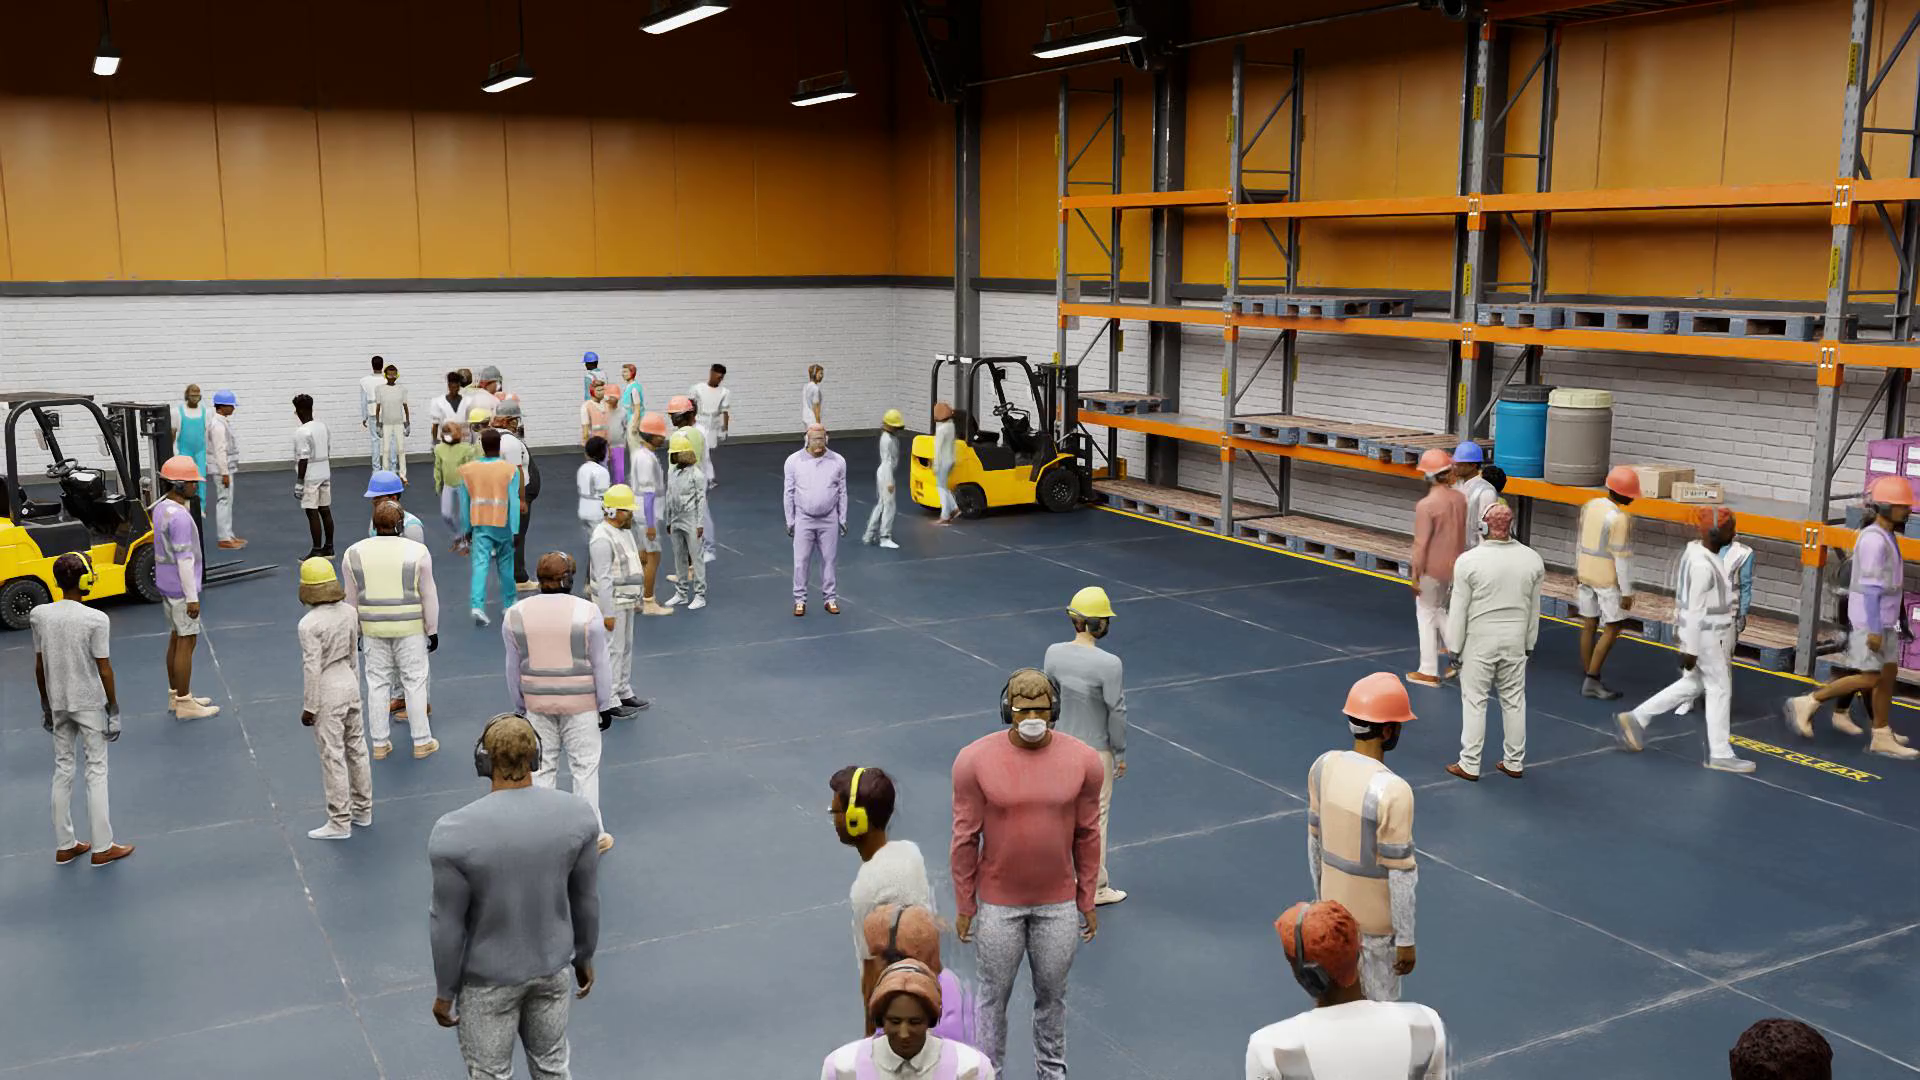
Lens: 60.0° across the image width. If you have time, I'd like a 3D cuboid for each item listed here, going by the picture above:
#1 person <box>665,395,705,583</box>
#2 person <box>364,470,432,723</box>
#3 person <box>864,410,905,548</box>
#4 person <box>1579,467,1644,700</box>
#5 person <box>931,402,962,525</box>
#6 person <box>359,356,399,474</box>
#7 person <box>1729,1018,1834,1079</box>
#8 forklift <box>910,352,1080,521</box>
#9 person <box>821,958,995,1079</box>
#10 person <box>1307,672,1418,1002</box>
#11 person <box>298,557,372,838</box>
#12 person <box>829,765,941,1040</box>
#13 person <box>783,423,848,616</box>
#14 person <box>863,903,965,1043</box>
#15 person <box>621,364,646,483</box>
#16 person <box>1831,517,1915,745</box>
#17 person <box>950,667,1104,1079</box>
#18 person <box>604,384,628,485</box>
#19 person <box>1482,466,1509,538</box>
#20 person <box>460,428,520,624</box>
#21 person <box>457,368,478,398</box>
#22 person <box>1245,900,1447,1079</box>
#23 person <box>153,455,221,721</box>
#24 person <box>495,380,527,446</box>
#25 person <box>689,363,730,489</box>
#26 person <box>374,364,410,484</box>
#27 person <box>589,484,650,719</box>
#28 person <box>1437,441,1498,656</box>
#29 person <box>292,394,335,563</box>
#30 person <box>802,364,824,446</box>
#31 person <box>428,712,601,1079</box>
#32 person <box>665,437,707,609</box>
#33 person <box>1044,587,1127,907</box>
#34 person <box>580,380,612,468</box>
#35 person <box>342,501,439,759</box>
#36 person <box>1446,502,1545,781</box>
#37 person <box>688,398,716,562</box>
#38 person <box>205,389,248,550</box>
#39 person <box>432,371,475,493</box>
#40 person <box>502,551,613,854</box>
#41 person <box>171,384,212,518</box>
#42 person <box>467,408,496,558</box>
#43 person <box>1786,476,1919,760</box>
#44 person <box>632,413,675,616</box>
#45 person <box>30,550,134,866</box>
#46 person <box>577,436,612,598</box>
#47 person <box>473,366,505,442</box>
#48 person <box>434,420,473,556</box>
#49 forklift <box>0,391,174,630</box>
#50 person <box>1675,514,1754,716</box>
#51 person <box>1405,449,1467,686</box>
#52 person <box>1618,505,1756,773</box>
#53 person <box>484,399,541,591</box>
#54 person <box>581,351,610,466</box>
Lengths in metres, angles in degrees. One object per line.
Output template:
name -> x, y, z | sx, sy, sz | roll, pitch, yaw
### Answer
person -> -3.005, -0.551, 18.070 | 0.393, 2.037, 0.604 | 3, 10, 17
person -> -4.312, 0.425, 12.728 | 0.601, 1.939, 0.410 | 7, 12, 36
person -> -0.930, -0.747, 20.144 | 0.574, 1.696, 0.576 | 1, 10, 3
person -> 5.158, 0.338, 13.385 | 0.409, 1.886, 0.637 | -3, 10, -15
person -> -0.232, -0.995, 21.782 | 0.334, 1.620, 0.514 | 4, 11, 22
person -> -9.296, -1.996, 26.699 | 0.591, 1.922, 0.390 | -4, 10, -20
person -> 1.763, 1.992, 3.749 | 0.392, 1.919, 0.590 | -5, 11, -29
forklift -> 0.460, -1.461, 22.833 | 2.313, 2.155, 1.214 | -5, 11, -28
person -> -0.145, 1.964, 4.748 | 0.514, 1.630, 0.318 | 0, 10, 1
person -> 1.633, 1.477, 6.664 | 0.363, 1.935, 0.551 | -5, 11, -28
person -> -3.865, 0.962, 10.187 | 0.312, 1.741, 0.487 | 3, 10, 16
person -> -0.250, 1.692, 5.804 | 0.775, 1.823, 0.555 | 3, 10, 15
person -> -1.414, -0.201, 16.413 | 0.638, 1.907, 0.407 | -2, 10, -14
person -> -0.120, 1.903, 5.116 | 0.371, 1.621, 0.525 | 3, 10, 14
person -> -5.085, -1.820, 25.896 | 0.376, 1.845, 0.571 | -4, 11, -20
person -> 6.703, 0.666, 12.100 | 0.552, 1.661, 0.776 | -5, 11, -26
person -> 0.274, 1.461, 6.747 | 0.631, 1.940, 0.372 | -2, 10, -9
person -> -5.023, -1.390, 23.815 | 0.560, 1.715, 0.866 | -6, 12, -32
person -> 4.716, 0.184, 14.790 | 0.321, 1.697, 0.530 | 5, 11, 27
person -> -4.569, -0.144, 16.172 | 0.602, 1.881, 0.969 | 0, 10, 2
person -> -7.431, -1.681, 25.158 | 0.429, 1.831, 0.634 | -3, 10, -17
person -> 1.084, 1.903, 4.514 | 0.617, 1.848, 0.743 | -1, 10, -8
person -> -5.950, 0.364, 12.791 | 0.401, 2.034, 0.609 | -8, 12, -37
person -> -6.426, -1.445, 23.528 | 0.664, 1.927, 0.505 | 2, 10, 9
person -> -3.787, -1.702, 25.046 | 0.688, 1.905, 0.894 | -5, 11, -25
person -> -8.720, -1.767, 25.571 | 0.509, 1.860, 0.334 | -5, 11, -26
person -> -2.630, 0.471, 12.802 | 0.403, 1.819, 0.602 | 1, 10, 5
person -> 4.449, 0.105, 14.570 | 0.405, 1.942, 0.612 | -2, 10, -14
person -> -7.470, -0.708, 19.171 | 0.377, 1.958, 0.600 | 2, 10, 11
person -> -2.270, -1.805, 25.834 | 0.349, 1.840, 0.506 | -4, 11, -23
person -> -1.619, 1.581, 6.104 | 0.641, 1.927, 0.386 | -7, 12, -37
person -> -2.771, -0.174, 16.723 | 0.492, 1.742, 0.323 | 7, 12, 34
person -> 0.697, 1.129, 9.161 | 0.533, 1.766, 0.319 | 8, 13, 39
person -> -4.980, -1.270, 22.741 | 0.372, 1.840, 0.570 | 4, 10, 20
person -> -3.999, 0.637, 11.769 | 0.634, 1.842, 0.429 | -1, 10, -4
person -> 3.613, 0.690, 11.319 | 0.641, 1.899, 0.394 | -2, 10, -10
person -> -3.051, -0.686, 19.236 | 0.416, 1.907, 0.615 | -4, 11, -22
person -> -8.860, -0.847, 20.061 | 0.421, 1.937, 0.616 | -4, 11, -20
person -> -7.105, -1.415, 23.340 | 0.642, 1.926, 0.820 | -5, 11, -24
person -> -2.349, 0.977, 9.831 | 0.620, 1.838, 0.430 | 1, 10, 4
person -> -10.311, -1.191, 22.338 | 0.559, 1.824, 0.478 | -7, 12, -37
person -> -5.584, -0.667, 19.498 | 0.322, 1.765, 0.533 | -1, 10, -3
person -> 6.431, 0.539, 11.813 | 0.769, 2.028, 0.615 | 8, 13, 39
person -> -3.081, -0.239, 16.353 | 0.548, 2.015, 0.630 | -1, 10, -8
person -> -5.145, 0.986, 9.720 | 0.510, 1.861, 0.324 | 1, 10, 8
person -> -3.764, -0.244, 17.328 | 0.433, 1.683, 0.568 | -8, 13, -38
person -> -6.459, -1.398, 22.914 | 0.618, 2.000, 0.695 | -1, 10, -7
person -> -5.940, -0.607, 19.579 | 0.535, 1.616, 0.328 | 1, 10, 6
forklift -> -9.026, -0.363, 16.508 | 1.214, 2.155, 2.313 | 6, 11, 29
person -> 5.789, 0.562, 12.783 | 0.514, 1.641, 0.307 | 6, 11, 29
person -> 3.927, 0.232, 13.696 | 0.639, 1.976, 0.457 | -8, 12, -37
person -> 5.102, 0.669, 11.559 | 0.843, 1.861, 0.577 | 4, 11, 22
person -> -4.732, -0.490, 17.682 | 0.538, 2.000, 0.684 | -8, 12, -37
person -> -6.043, -2.153, 27.564 | 0.416, 1.939, 0.605 | 3, 10, 18
